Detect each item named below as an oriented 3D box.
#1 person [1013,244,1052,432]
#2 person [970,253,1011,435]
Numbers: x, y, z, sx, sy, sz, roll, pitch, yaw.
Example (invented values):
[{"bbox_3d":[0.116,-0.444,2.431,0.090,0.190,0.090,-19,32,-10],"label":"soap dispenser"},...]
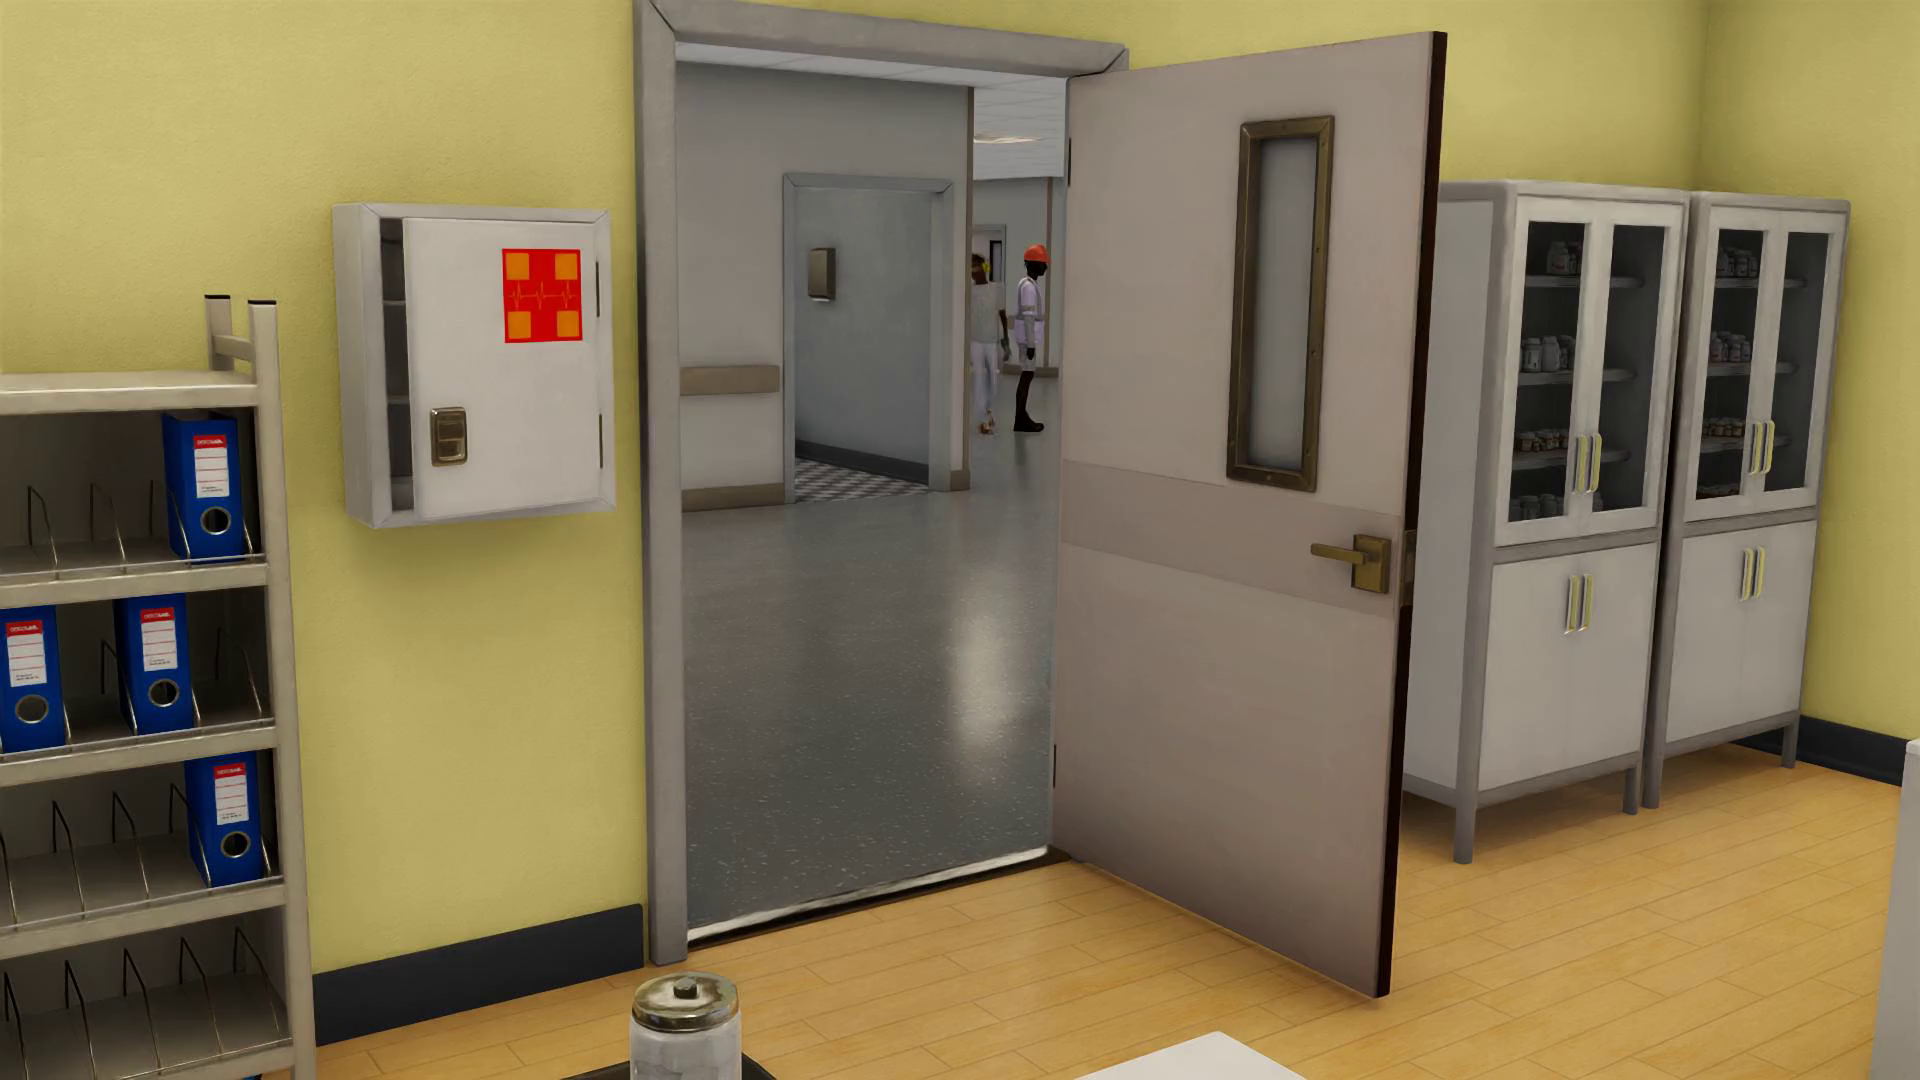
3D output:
[{"bbox_3d":[0.745,-2.076,17.185,0.384,1.929,0.539,1,10,1],"label":"person"},{"bbox_3d":[0.248,-1.994,16.919,0.548,1.827,0.614,0,10,-7],"label":"person"}]
